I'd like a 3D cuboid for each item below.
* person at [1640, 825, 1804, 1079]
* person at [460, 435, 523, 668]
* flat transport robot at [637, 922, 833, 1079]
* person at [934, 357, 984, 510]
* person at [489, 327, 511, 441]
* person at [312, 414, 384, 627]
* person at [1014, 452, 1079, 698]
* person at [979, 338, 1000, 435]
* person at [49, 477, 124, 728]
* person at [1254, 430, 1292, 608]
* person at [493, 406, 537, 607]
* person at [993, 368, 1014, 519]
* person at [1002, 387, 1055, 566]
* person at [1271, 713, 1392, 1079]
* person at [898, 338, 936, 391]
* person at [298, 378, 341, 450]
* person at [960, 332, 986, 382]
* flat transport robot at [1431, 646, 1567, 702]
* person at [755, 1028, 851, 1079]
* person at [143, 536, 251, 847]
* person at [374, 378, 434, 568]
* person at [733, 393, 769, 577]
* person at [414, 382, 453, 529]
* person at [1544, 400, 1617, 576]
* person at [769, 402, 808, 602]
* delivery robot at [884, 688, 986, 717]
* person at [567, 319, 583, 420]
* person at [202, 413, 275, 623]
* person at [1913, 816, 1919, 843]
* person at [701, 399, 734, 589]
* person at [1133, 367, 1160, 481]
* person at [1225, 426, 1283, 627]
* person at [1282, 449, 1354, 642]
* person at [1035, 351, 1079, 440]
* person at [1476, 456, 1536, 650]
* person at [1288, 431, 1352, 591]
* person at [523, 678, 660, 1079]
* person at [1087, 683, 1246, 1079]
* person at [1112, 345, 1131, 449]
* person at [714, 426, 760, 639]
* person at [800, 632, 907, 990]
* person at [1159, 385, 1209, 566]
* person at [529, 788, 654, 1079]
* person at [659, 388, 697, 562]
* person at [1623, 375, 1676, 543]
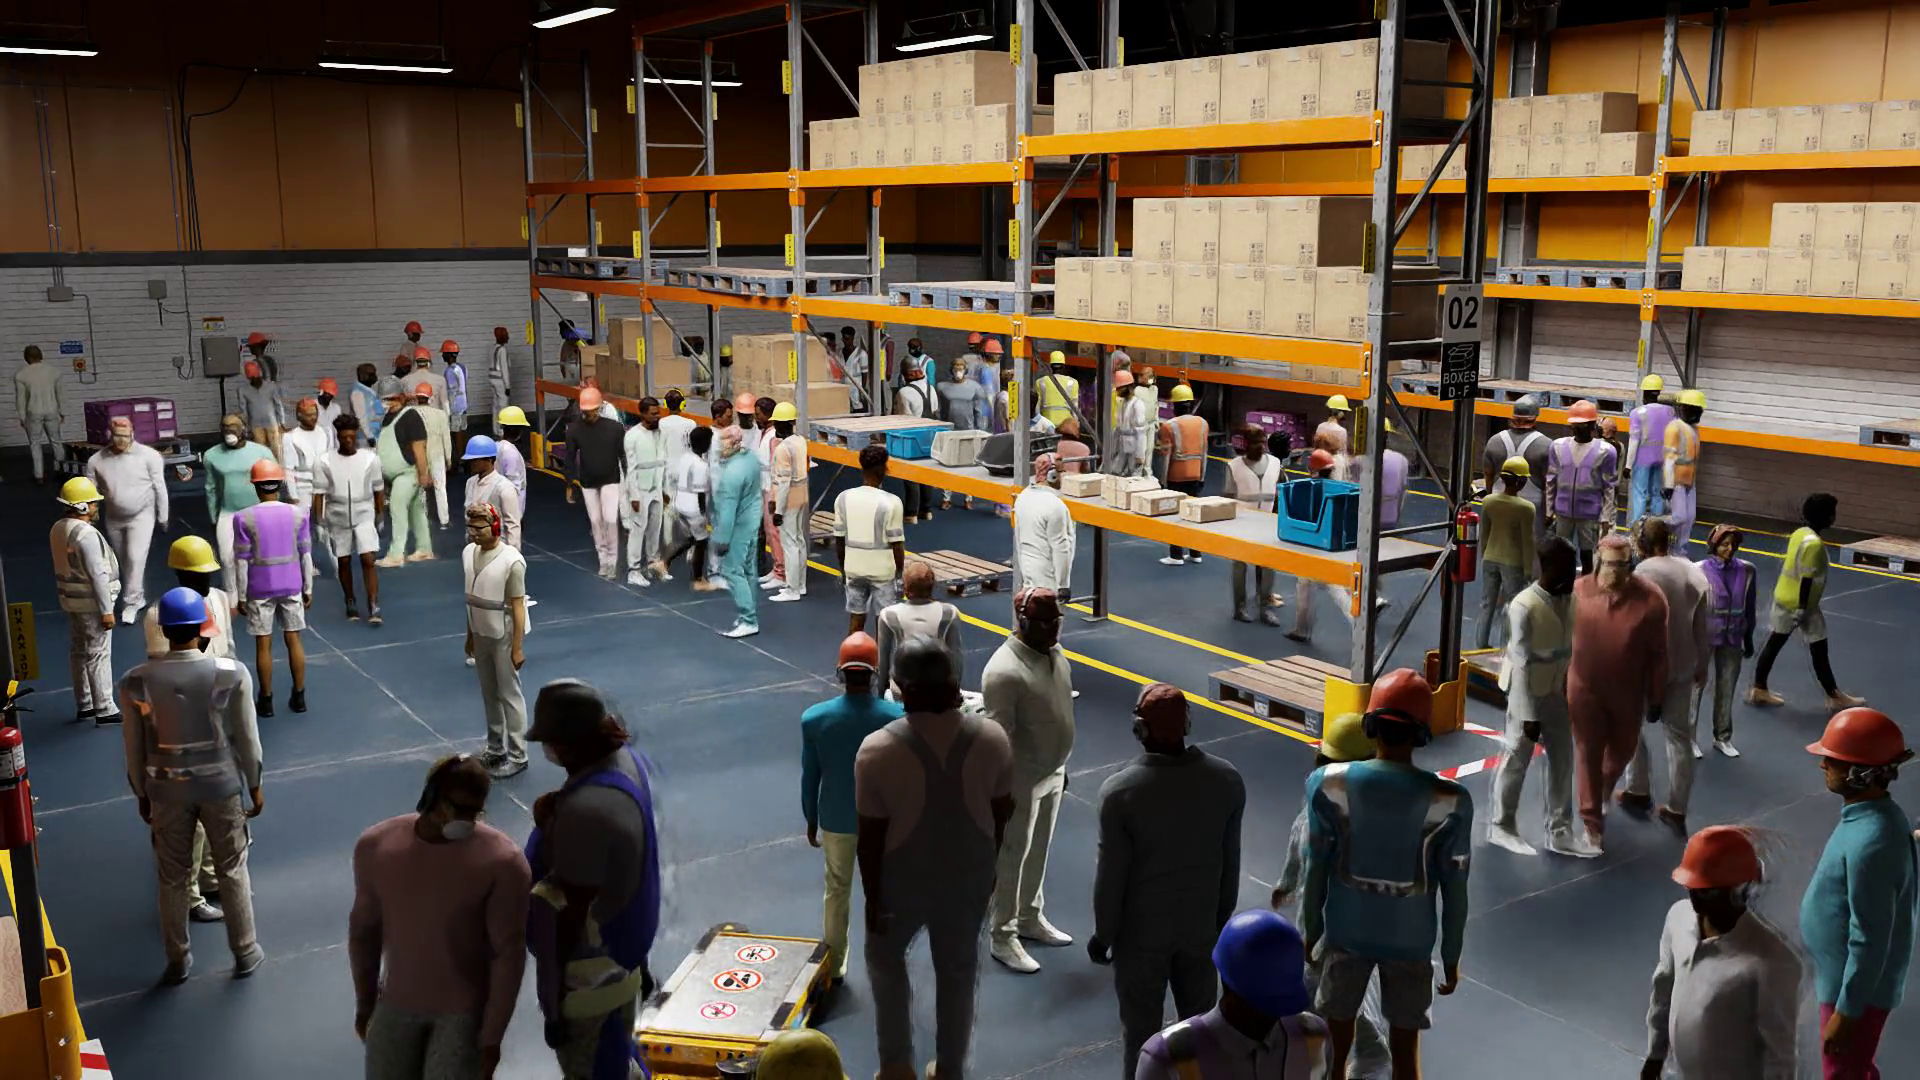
[{"bbox_3d":[2.502,1.777,5.527,0.407,1.739,0.566,-2,11,-10],"label":"person"},{"bbox_3d":[-3.819,0.112,13.518,0.616,1.945,0.399,9,14,38],"label":"person"},{"bbox_3d":[-1.022,2.121,7.539,0.652,0.197,1.431,2,11,10],"label":"flat transport robot"},{"bbox_3d":[-0.020,-1.338,20.961,0.632,1.940,0.372,1,11,3],"label":"person"},{"bbox_3d":[-7.580,-2.569,27.429,0.353,1.878,0.589,-7,13,-33],"label":"person"},{"bbox_3d":[-5.487,-0.164,14.972,0.618,1.921,0.937,-4,12,-21],"label":"person"},{"bbox_3d":[0.681,0.272,12.809,0.409,1.905,0.651,-6,12,-26],"label":"person"},{"bbox_3d":[0.441,-2.129,25.225,0.332,1.860,0.511,5,12,24],"label":"person"},{"bbox_3d":[-6.315,0.450,12.082,0.590,1.833,0.404,8,14,37],"label":"person"},{"bbox_3d":[2.970,-0.206,15.814,0.323,1.690,0.532,0,11,3],"label":"person"},{"bbox_3d":[-4.236,-0.310,15.770,0.395,1.919,0.582,-5,12,-22],"label":"person"},{"bbox_3d":[0.578,-1.185,20.420,0.328,1.844,0.514,-3,11,-13],"label":"person"},{"bbox_3d":[0.734,-0.652,17.516,0.590,1.915,0.392,9,14,39],"label":"person"},{"bbox_3d":[1.574,1.517,6.948,0.587,1.703,0.545,-3,12,-16],"label":"person"},{"bbox_3d":[-0.689,-2.170,25.473,0.625,1.844,0.429,6,13,29],"label":"person"},{"bbox_3d":[-7.917,-1.151,20.573,0.493,1.710,0.625,9,14,37],"label":"person"},{"bbox_3d":[0.218,-2.207,25.444,0.543,1.929,0.387,9,14,37],"label":"person"},{"bbox_3d":[4.337,1.074,12.899,0.652,0.197,1.431,-5,12,-23],"label":"flat transport robot"},{"bbox_3d":[-0.417,2.045,4.184,0.490,1.732,0.324,9,14,39],"label":"person"},{"bbox_3d":[-4.340,0.913,9.507,0.414,1.916,0.599,3,12,17],"label":"person"},{"bbox_3d":[-5.996,-0.733,17.603,0.844,2.000,0.718,-9,14,-38],"label":"person"},{"bbox_3d":[-2.155,-0.538,16.908,0.545,1.927,0.401,-3,12,-17],"label":"person"},{"bbox_3d":[-6.284,-0.990,19.651,0.560,1.753,0.329,-2,11,-9],"label":"person"},{"bbox_3d":[5.630,-0.258,15.166,0.609,2.044,0.394,8,14,36],"label":"person"},{"bbox_3d":[-1.656,-0.365,16.013,0.365,1.927,0.588,2,11,12],"label":"person"},{"bbox_3d":[-0.162,1.156,11.509,0.707,0.478,0.477,6,12,27],"label":"delivery robot"},{"bbox_3d":[-6.650,-2.820,28.573,0.375,1.933,0.625,0,11,-2],"label":"person"},{"bbox_3d":[-6.551,-0.191,15.162,0.632,1.919,0.673,-3,11,-13],"label":"person"},{"bbox_3d":[5.887,0.895,9.773,0.328,1.844,0.514,8,14,36],"label":"person"},{"bbox_3d":[-2.403,-0.458,16.552,0.409,1.907,0.598,-1,11,-3],"label":"person"},{"bbox_3d":[2.574,-1.596,23.104,0.506,1.625,0.287,-10,15,-41],"label":"person"},{"bbox_3d":[2.681,-0.114,14.982,0.614,1.816,0.726,-4,12,-20],"label":"person"},{"bbox_3d":[3.165,0.082,14.255,0.571,1.724,0.801,-8,13,-34],"label":"person"},{"bbox_3d":[1.280,-1.552,22.125,0.584,1.918,0.408,1,11,5],"label":"person"},{"bbox_3d":[4.479,0.190,13.607,0.341,1.760,0.525,-7,13,-32],"label":"person"},{"bbox_3d":[3.604,-0.304,16.547,0.785,1.587,0.562,7,13,34],"label":"person"},{"bbox_3d":[-1.413,1.474,6.306,0.539,2.000,0.693,0,11,-1],"label":"person"},{"bbox_3d":[0.797,1.490,6.588,0.636,1.903,0.406,-4,12,-20],"label":"person"},{"bbox_3d":[2.534,-2.364,26.494,0.360,1.834,0.520,-9,14,-38],"label":"person"},{"bbox_3d":[-1.971,-0.083,14.715,0.429,1.879,0.740,2,11,11],"label":"person"},{"bbox_3d":[-0.478,1.298,7.965,0.568,1.743,0.357,0,11,2],"label":"person"},{"bbox_3d":[2.361,-0.690,17.699,0.587,1.920,0.398,-6,13,-29],"label":"person"},{"bbox_3d":[-1.319,1.704,6.188,0.460,1.615,0.536,8,14,36],"label":"person"},{"bbox_3d":[-3.024,-0.692,17.833,0.508,1.872,0.329,1,11,3],"label":"person"},{"bbox_3d":[7.735,-0.895,18.725,0.593,1.926,0.366,-4,12,-19],"label":"person"}]
